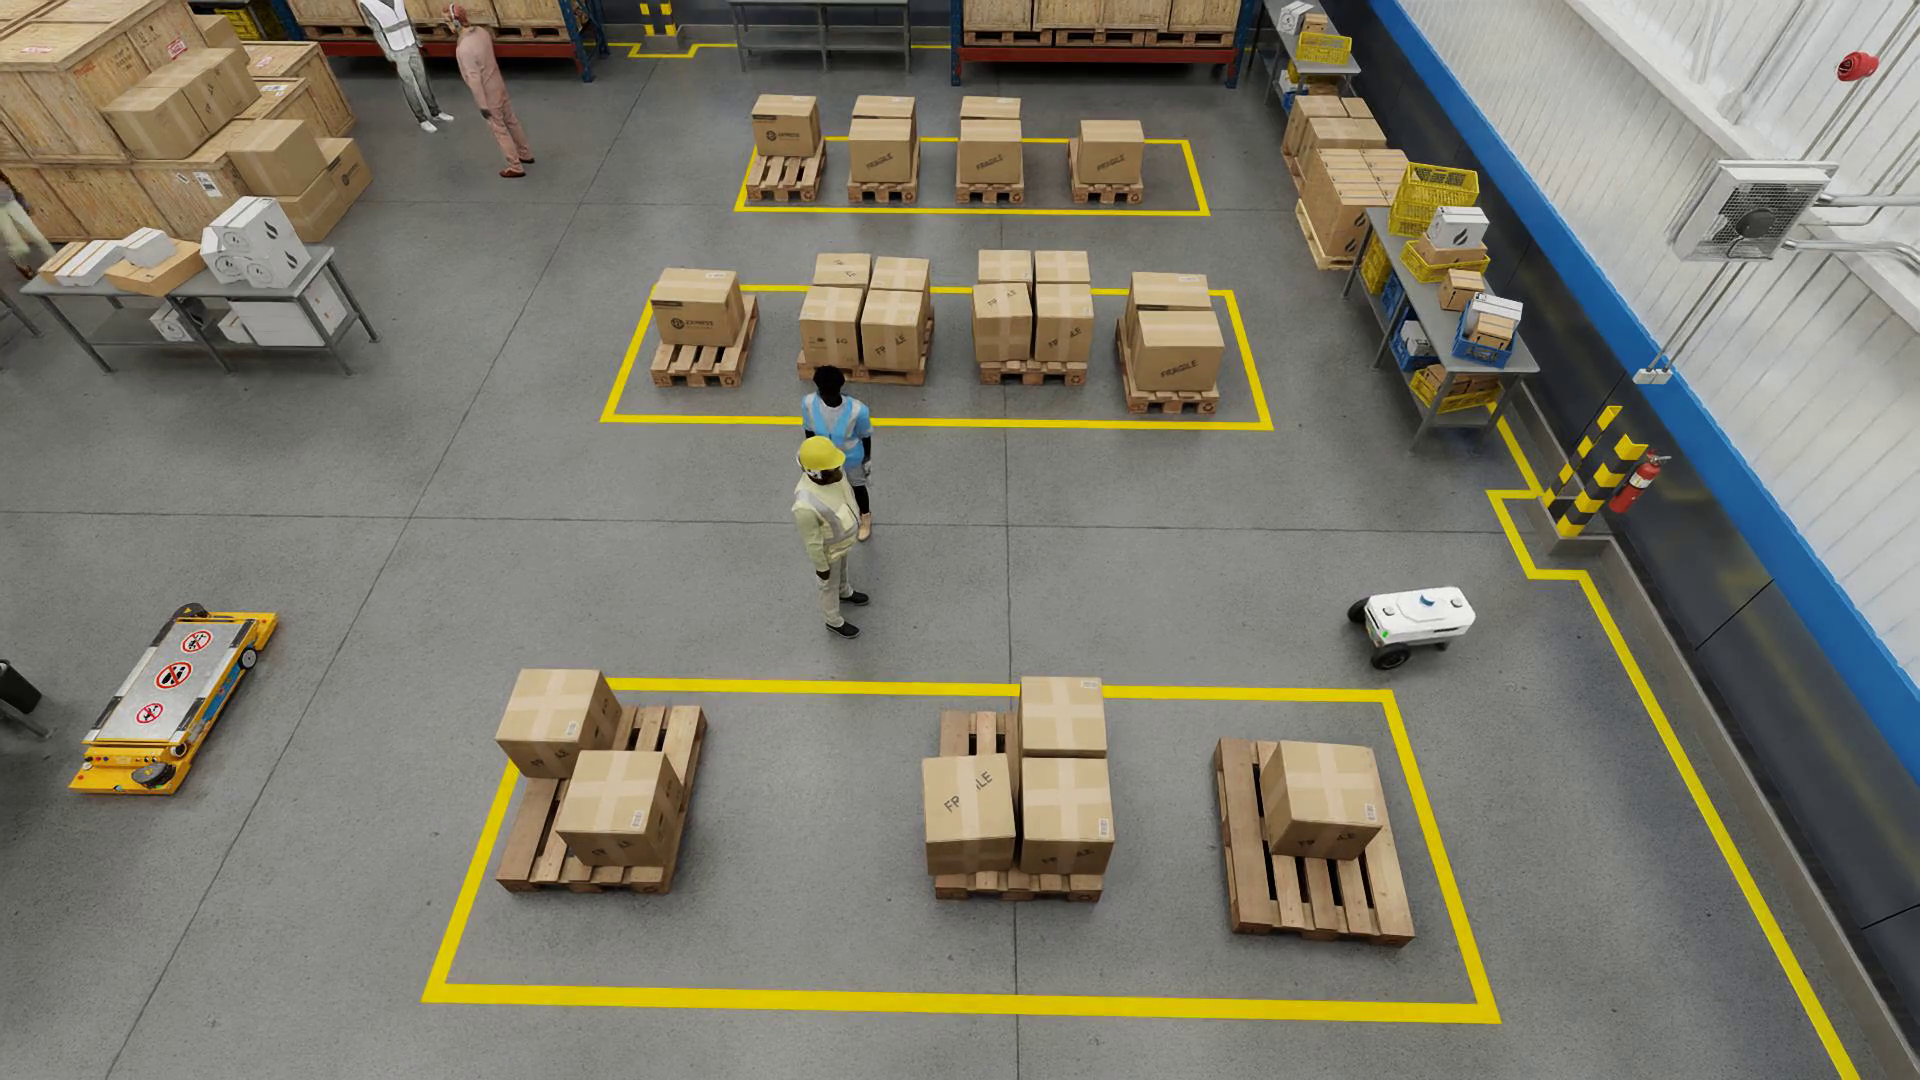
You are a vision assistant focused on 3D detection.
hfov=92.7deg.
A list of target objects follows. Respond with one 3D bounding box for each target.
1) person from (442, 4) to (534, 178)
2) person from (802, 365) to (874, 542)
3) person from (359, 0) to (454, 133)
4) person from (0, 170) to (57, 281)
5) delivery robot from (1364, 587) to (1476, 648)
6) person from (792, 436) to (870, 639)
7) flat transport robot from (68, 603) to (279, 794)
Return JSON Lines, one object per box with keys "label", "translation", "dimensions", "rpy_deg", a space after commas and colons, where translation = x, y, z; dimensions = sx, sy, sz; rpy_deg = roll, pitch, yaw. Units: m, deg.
{"label": "person", "translation": [-5.528, -5.223, 10.714], "dimensions": [0.401, 1.900, 0.650], "rpy_deg": [1, 50, 1]}
{"label": "person", "translation": [-0.913, -0.639, 6.960], "dimensions": [0.541, 1.696, 0.315], "rpy_deg": [9, 50, 8]}
{"label": "person", "translation": [-6.995, -6.173, 11.503], "dimensions": [0.393, 1.916, 0.591], "rpy_deg": [16, 52, 13]}
{"label": "person", "translation": [-9.628, -3.325, 9.132], "dimensions": [0.550, 1.854, 0.534], "rpy_deg": [13, 51, 11]}
{"label": "delivery robot", "translation": [3.317, 0.548, 6.642], "dimensions": [0.707, 0.478, 0.477], "rpy_deg": [-6, 50, -5]}
{"label": "person", "translation": [-0.880, -0.021, 6.348], "dimensions": [0.403, 1.837, 0.591], "rpy_deg": [9, 50, 7]}
{"label": "flat transport robot", "translation": [-5.504, 1.072, 6.442], "dimensions": [0.652, 0.197, 1.431], "rpy_deg": [1, 50, 1]}
